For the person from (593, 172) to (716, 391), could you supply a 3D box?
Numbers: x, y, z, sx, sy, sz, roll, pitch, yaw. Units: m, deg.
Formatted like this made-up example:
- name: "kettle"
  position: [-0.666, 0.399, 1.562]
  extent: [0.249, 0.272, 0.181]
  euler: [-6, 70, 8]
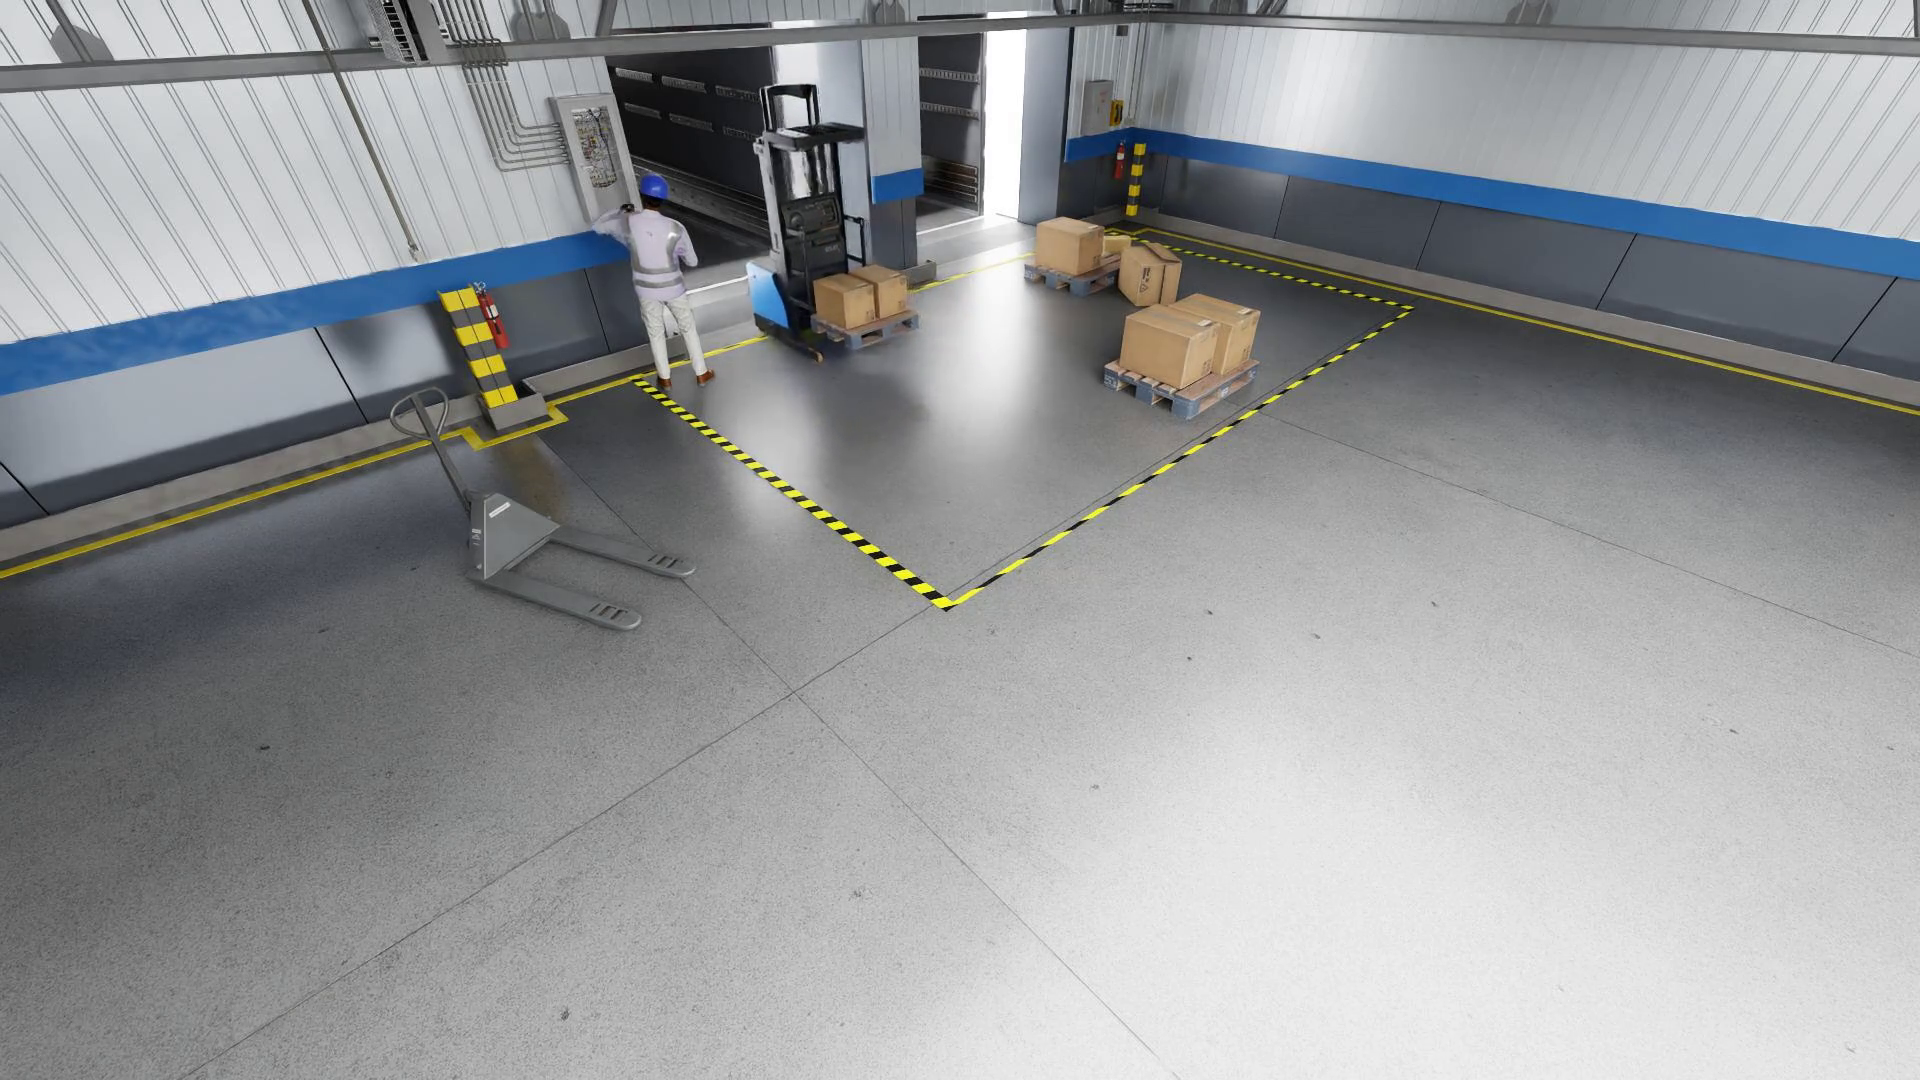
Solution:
- name: "person"
  position: [-2.814, -2.374, 6.805]
  extent: [0.821, 1.902, 0.692]
  euler: [-10, 39, -12]

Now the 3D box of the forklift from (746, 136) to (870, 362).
- name: "forklift"
  position: [-1.778, -3.157, 7.703]
  extent: [0.716, 2.013, 0.776]
  euler: [-30, 47, -33]

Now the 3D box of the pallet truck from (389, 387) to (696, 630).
- name: "pallet truck"
  position: [-2.613, -0.247, 4.593]
  extent: [1.601, 1.201, 0.680]
  euler: [14, 40, 17]
